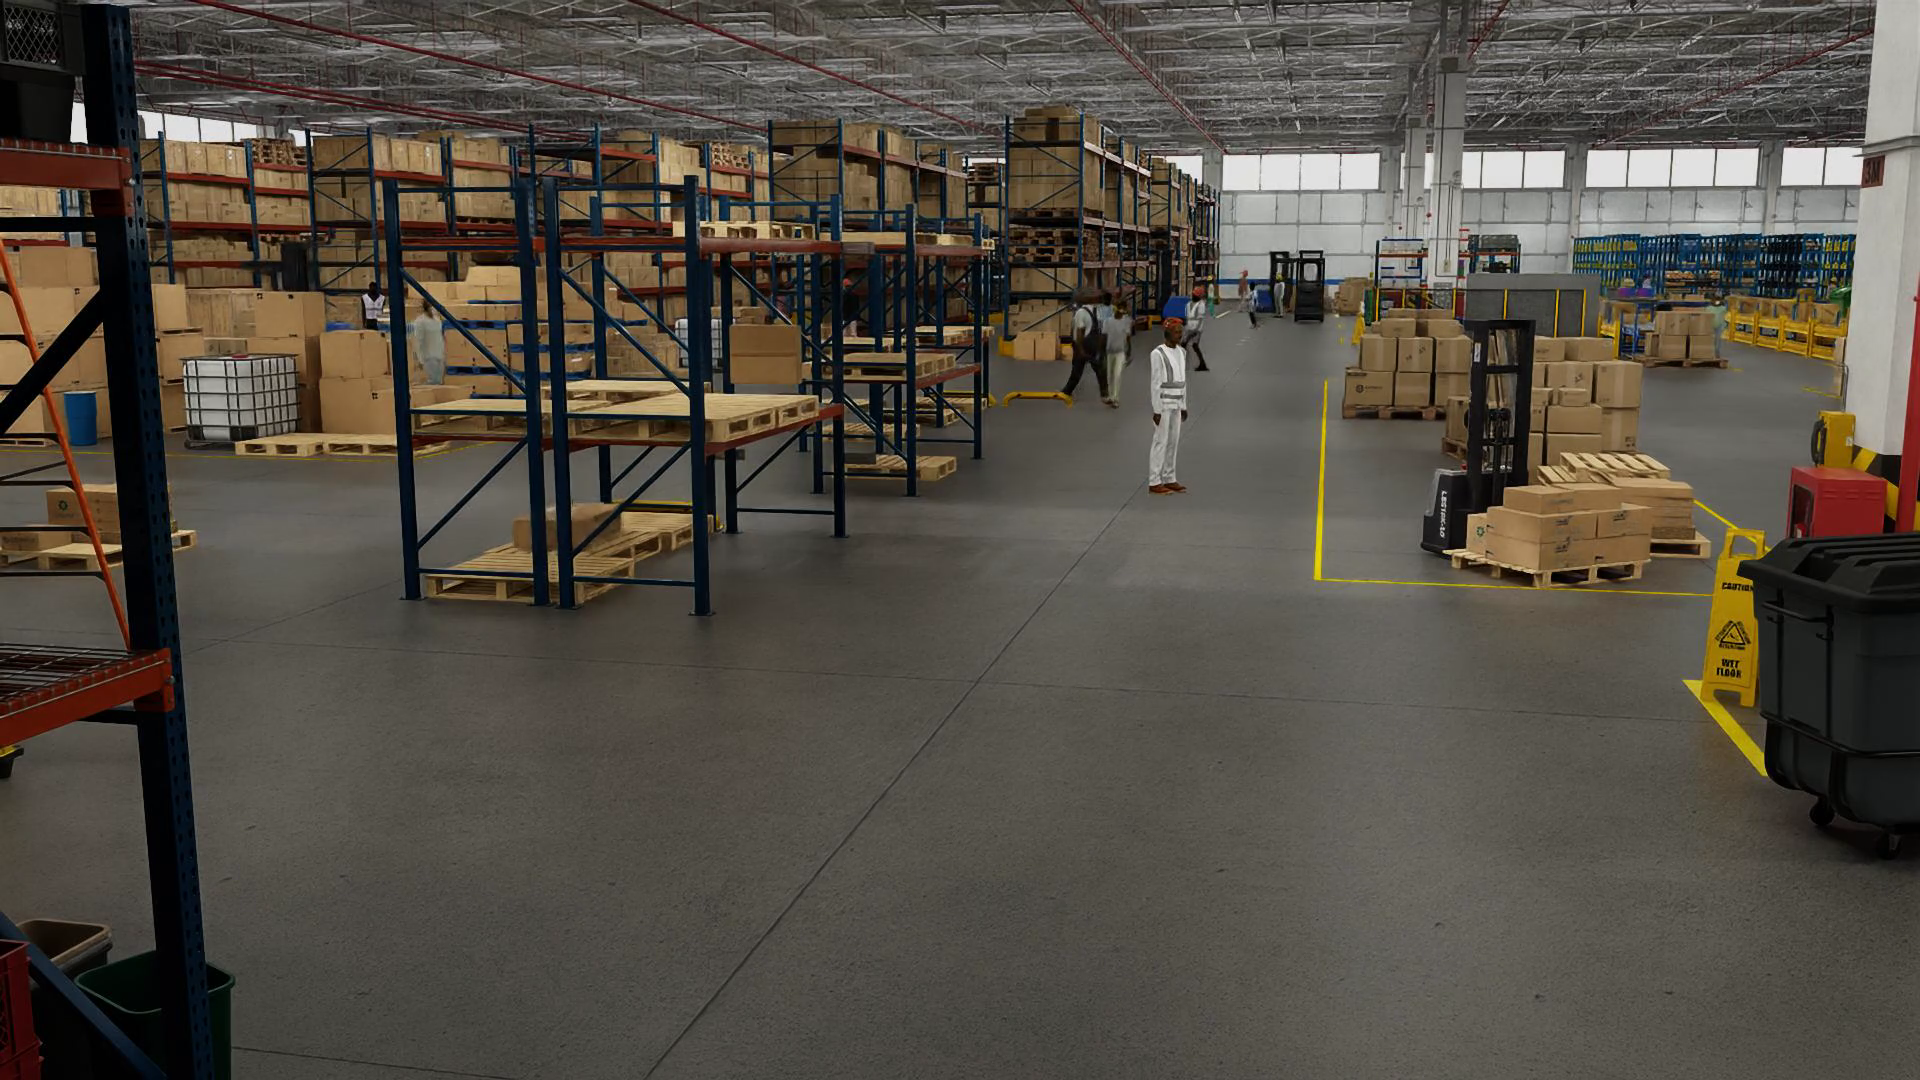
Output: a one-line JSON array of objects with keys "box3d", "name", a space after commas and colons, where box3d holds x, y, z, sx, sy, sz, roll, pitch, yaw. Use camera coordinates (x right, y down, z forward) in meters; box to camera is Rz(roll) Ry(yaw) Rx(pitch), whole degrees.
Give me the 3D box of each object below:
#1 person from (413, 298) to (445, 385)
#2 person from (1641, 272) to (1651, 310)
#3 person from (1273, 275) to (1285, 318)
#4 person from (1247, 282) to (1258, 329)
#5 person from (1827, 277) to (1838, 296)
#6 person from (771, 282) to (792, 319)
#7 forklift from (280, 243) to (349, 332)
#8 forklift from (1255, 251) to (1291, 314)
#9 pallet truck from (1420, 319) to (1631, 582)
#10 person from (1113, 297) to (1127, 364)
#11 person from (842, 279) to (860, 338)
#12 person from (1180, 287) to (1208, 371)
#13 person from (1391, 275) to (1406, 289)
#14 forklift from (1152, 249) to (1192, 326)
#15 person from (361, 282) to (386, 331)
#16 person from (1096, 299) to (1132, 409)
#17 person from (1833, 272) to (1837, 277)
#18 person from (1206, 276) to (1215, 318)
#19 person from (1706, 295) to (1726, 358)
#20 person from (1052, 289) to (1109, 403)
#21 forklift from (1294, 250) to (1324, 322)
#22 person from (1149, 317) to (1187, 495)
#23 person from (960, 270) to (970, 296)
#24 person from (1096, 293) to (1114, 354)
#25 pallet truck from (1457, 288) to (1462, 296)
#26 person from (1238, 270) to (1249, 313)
[{"box3d": [-8.253, -2.819, 25.760, 0.798, 1.914, 0.636, 2, 10, 13], "name": "person"}, {"box3d": [30.178, -10.864, 73.447, 0.994, 1.892, 0.640, 6, 11, 33], "name": "person"}, {"box3d": [13.453, -10.279, 70.216, 0.403, 1.824, 0.591, -5, 11, -27], "name": "person"}, {"box3d": [10.313, -8.286, 58.815, 0.490, 1.677, 0.551, -2, 10, -13], "name": "person"}, {"box3d": [34.466, -9.497, 65.752, 0.329, 1.764, 0.524, 0, 10, -3], "name": "person"}, {"box3d": [-5.234, -6.636, 48.625, 0.643, 1.823, 0.547, 2, 10, 14], "name": "person"}, {"box3d": [-14.396, -5.065, 36.198, 1.873, 2.768, 1.129, -1, 10, -4], "name": "forklift"}, {"box3d": [14.280, -11.544, 74.564, 1.129, 2.768, 1.873, -7, 12, -34], "name": "forklift"}, {"box3d": [4.543, -0.757, 13.299, 0.823, 1.965, 1.885, -4, 10, -22], "name": "pallet truck"}, {"box3d": [3.770, -4.948, 39.334, 0.741, 1.583, 0.539, 6, 11, 30], "name": "person"}, {"box3d": [-2.809, -5.523, 41.578, 0.613, 1.987, 0.404, -3, 10, -20], "name": "person"}, {"box3d": [5.126, -4.658, 36.808, 0.623, 1.872, 0.605, -7, 12, -37], "name": "person"}, {"box3d": [16.850, -9.223, 63.755, 0.625, 1.897, 0.672, 5, 11, 29], "name": "person"}, {"box3d": [7.646, -9.320, 61.395, 1.873, 2.768, 1.129, 2, 10, 11], "name": "forklift"}, {"box3d": [-14.676, -5.504, 41.680, 0.587, 1.911, 0.397, -5, 11, -26], "name": "person"}, {"box3d": [2.592, -3.135, 27.973, 0.578, 1.826, 0.972, 1, 10, 7], "name": "person"}, {"box3d": [42.290, -12.005, 80.347, 0.389, 1.848, 0.563, 1, 10, 3], "name": "person"}, {"box3d": [10.506, -10.183, 69.855, 0.372, 1.756, 0.534, 4, 10, 21], "name": "person"}, {"box3d": [18.882, -5.335, 41.643, 0.508, 1.590, 0.878, 2, 10, 13], "name": "person"}, {"box3d": [2.161, -3.389, 28.756, 1.035, 2.000, 0.799, 8, 13, 40], "name": "person"}, {"box3d": [13.778, -10.002, 65.433, 1.129, 2.768, 1.873, 2, 10, 12], "name": "forklift"}, {"box3d": [2.198, -1.407, 17.526, 0.351, 1.878, 0.568, 8, 12, 38], "name": "person"}, {"box3d": [0.255, -12.540, 83.251, 0.551, 1.935, 0.375, -2, 10, -14], "name": "person"}, {"box3d": [3.597, -5.324, 41.417, 0.527, 1.626, 0.895, -4, 10, -24], "name": "person"}, {"box3d": [20.506, -9.785, 68.819, 0.653, 1.274, 1.630, 2, 10, 12], "name": "pallet truck"}, {"box3d": [13.263, -11.505, 77.074, 0.945, 1.951, 0.634, -4, 10, -23], "name": "person"}]
